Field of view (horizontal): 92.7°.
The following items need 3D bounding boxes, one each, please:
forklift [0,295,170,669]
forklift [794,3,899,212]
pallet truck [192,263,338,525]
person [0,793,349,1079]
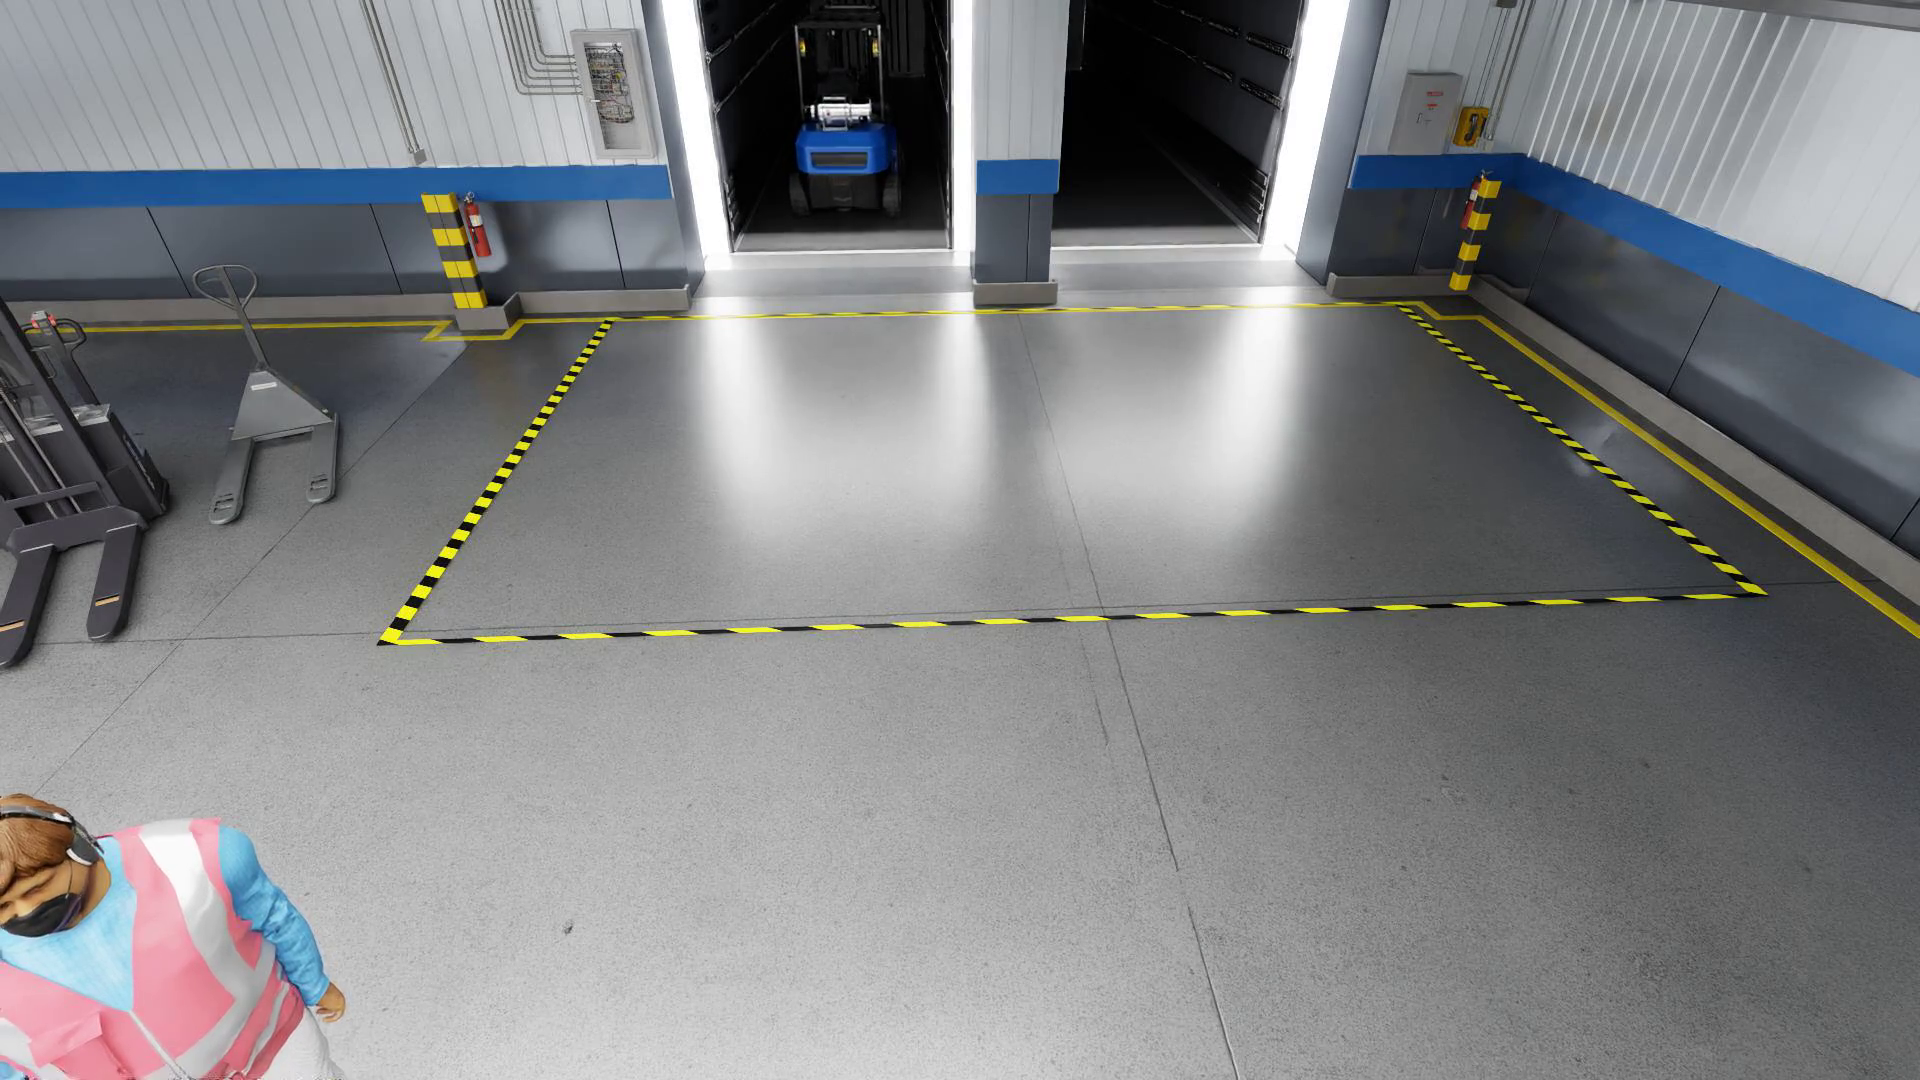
[{"bbox_3d":[-5.212,-0.618,4.878,0.823,1.965,1.885,-20,39,-26],"label":"forklift"},{"bbox_3d":[-1.421,-5.537,11.626,1.157,2.036,2.680,0,35,0],"label":"forklift"},{"bbox_3d":[-4.778,-1.027,6.128,0.680,1.201,1.601,-17,38,-23],"label":"pallet truck"},{"bbox_3d":[-1.889,1.283,2.282,0.431,1.843,0.623,28,44,34],"label":"person"}]
